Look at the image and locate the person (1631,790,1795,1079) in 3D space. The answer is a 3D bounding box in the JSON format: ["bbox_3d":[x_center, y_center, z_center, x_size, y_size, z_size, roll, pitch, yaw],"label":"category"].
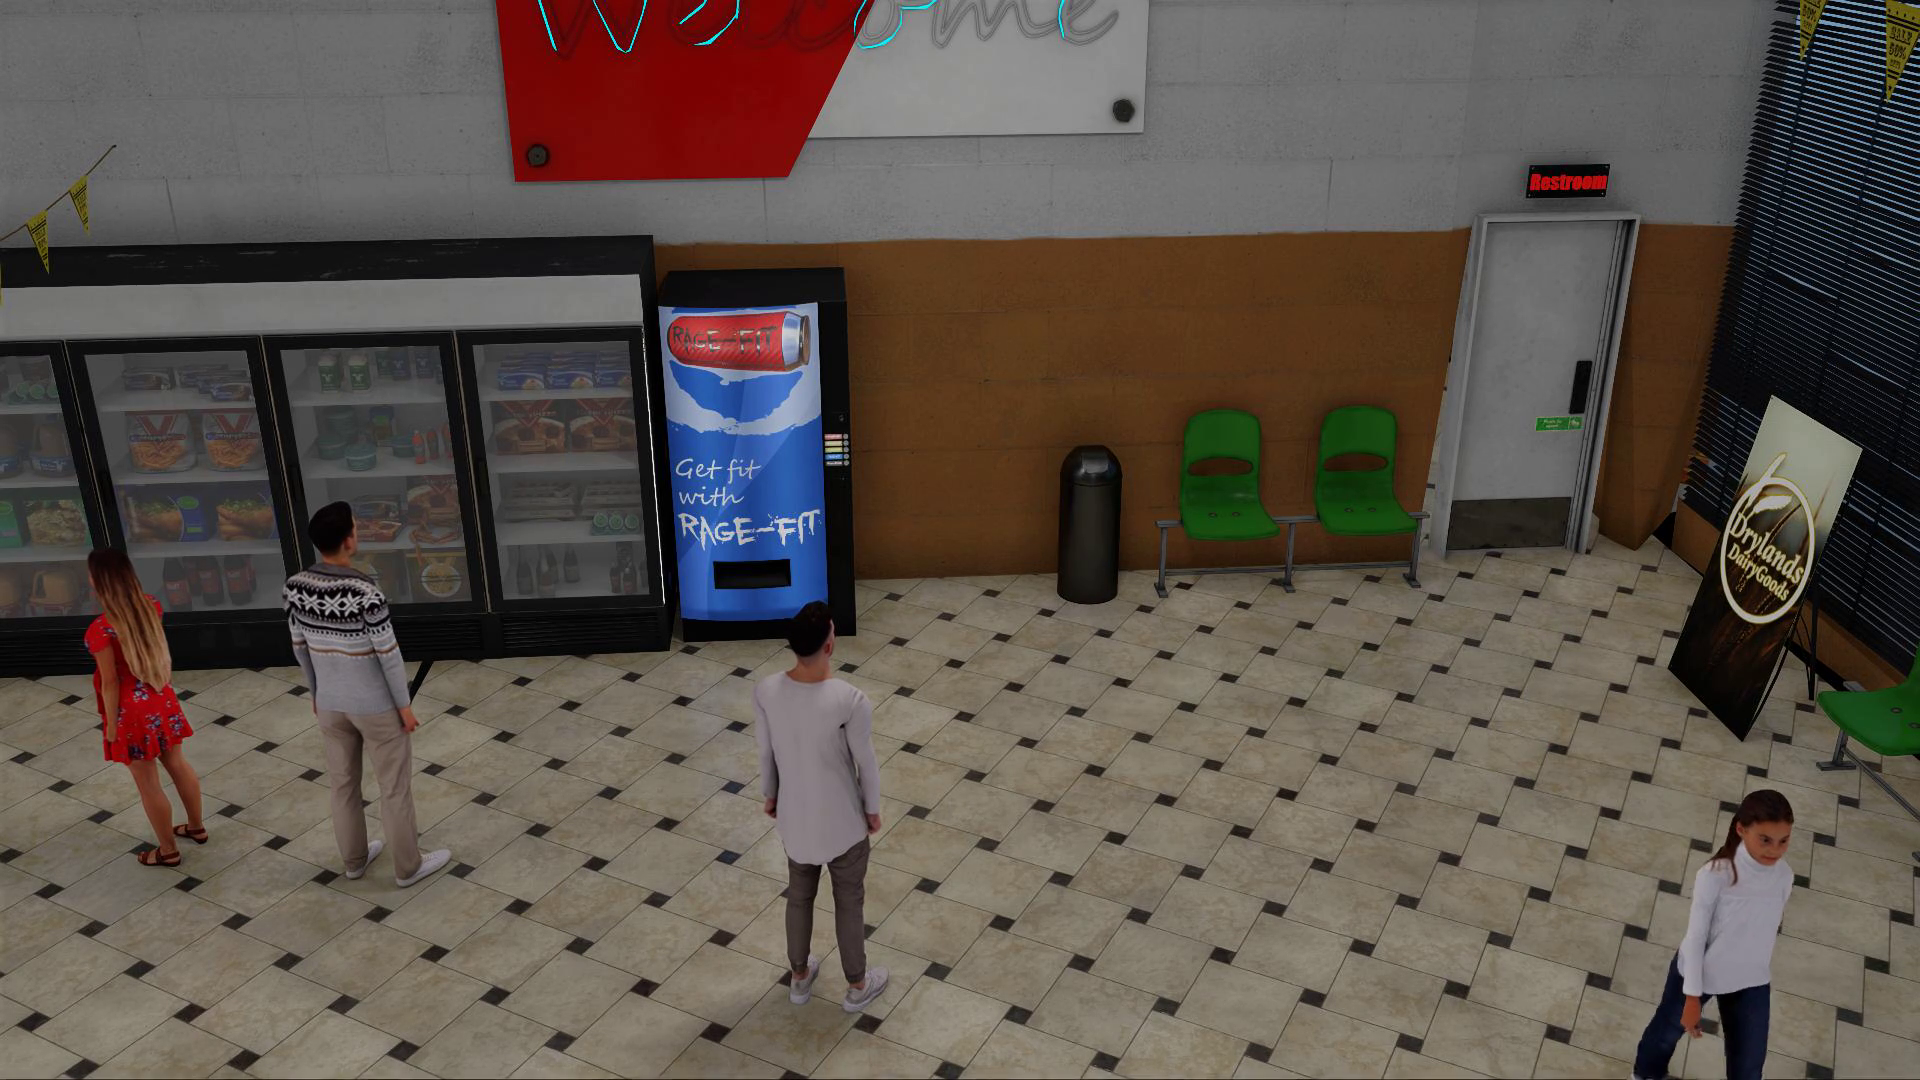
[{"bbox_3d":[2.707,1.540,6.023,0.597,1.512,1.081,1,24,1],"label":"person"}]

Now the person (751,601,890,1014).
[{"bbox_3d":[-0.554,1.075,6.678,0.744,1.840,0.708,7,25,16],"label":"person"}]

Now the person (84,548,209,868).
[{"bbox_3d":[-3.777,0.773,7.677,0.711,1.592,0.599,8,25,17],"label":"person"}]

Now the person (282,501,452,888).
[{"bbox_3d":[-2.710,0.713,7.478,0.759,1.862,0.708,7,25,15],"label":"person"}]
